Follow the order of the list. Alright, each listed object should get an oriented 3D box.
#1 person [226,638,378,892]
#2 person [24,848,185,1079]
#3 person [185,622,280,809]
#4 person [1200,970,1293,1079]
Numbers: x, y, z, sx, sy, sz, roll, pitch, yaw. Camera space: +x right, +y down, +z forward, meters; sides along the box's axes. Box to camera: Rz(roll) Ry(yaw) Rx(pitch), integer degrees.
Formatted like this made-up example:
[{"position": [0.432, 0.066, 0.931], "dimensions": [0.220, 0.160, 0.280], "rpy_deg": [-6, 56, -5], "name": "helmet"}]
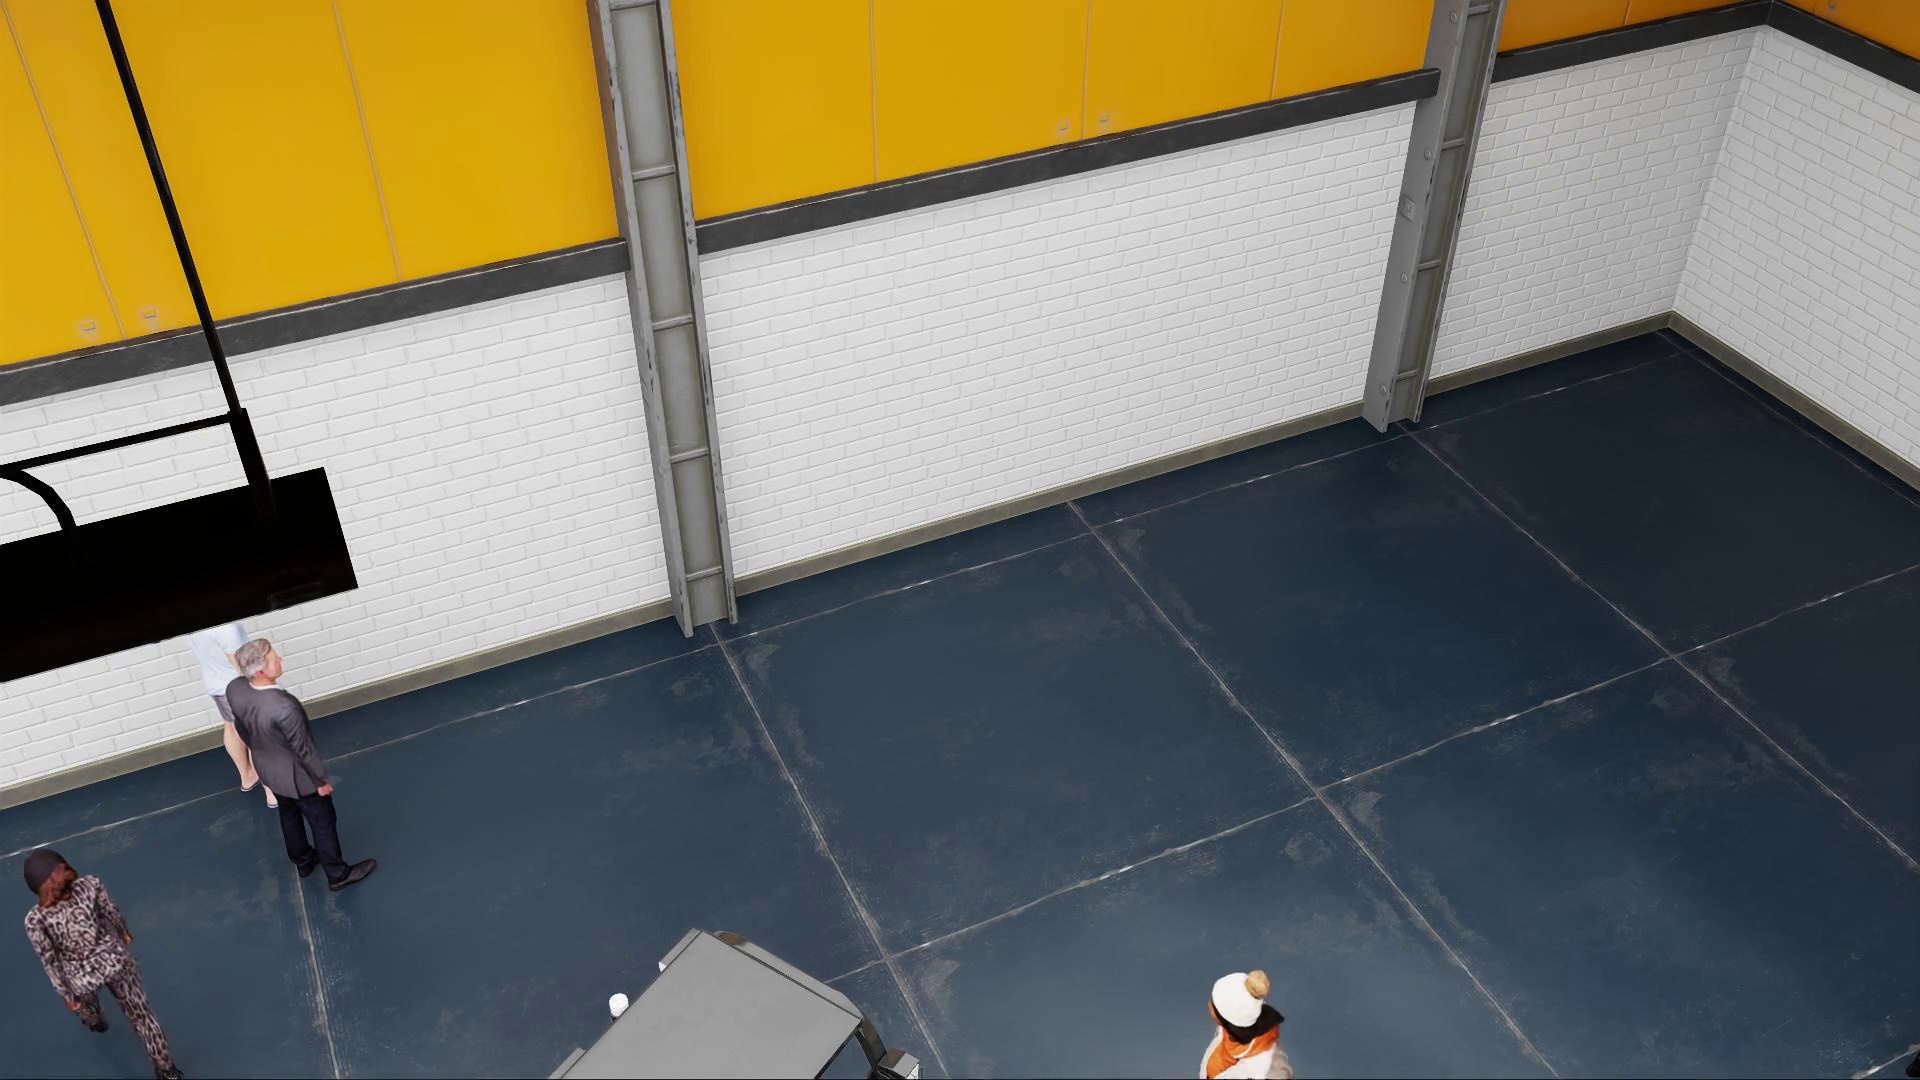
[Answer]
[{"position": [-3.845, 1.292, 9.573], "dimensions": [0.804, 1.836, 0.815], "rpy_deg": [19, 42, 22], "name": "person"}, {"position": [-4.358, 2.251, 8.507], "dimensions": [0.977, 1.667, 1.141], "rpy_deg": [28, 46, 30], "name": "person"}, {"position": [-4.427, 0.874, 10.100], "dimensions": [0.745, 1.831, 0.726], "rpy_deg": [25, 45, 28], "name": "person"}, {"position": [1.454, 2.677, 7.812], "dimensions": [0.894, 1.869, 0.837], "rpy_deg": [-9, 39, -11], "name": "person"}]
